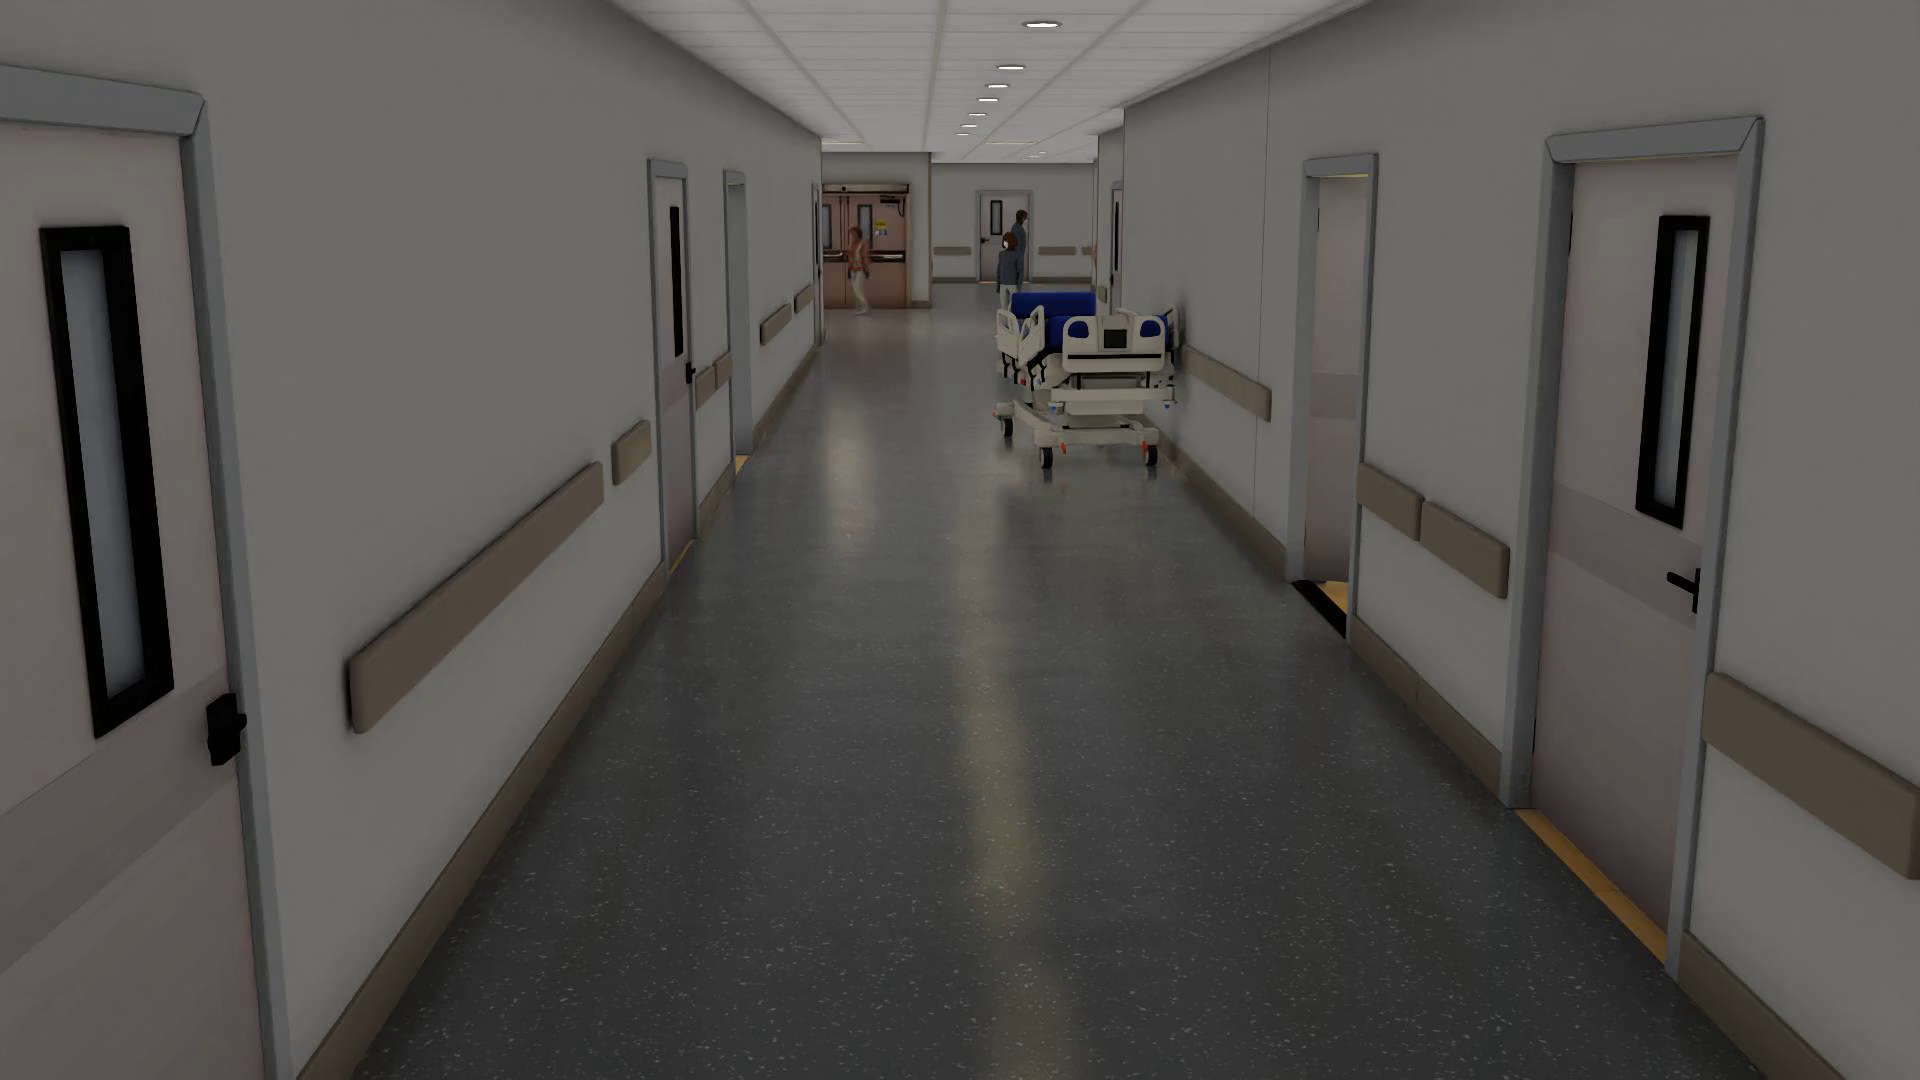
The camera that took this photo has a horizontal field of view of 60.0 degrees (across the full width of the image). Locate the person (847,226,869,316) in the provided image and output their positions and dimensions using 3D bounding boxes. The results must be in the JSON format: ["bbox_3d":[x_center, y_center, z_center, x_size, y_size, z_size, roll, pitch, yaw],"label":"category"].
[{"bbox_3d":[-1.883,-4.907,30.403,0.375,1.624,0.548,-9,15,-38],"label":"person"}]

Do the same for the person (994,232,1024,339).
[{"bbox_3d":[0.754,-3.880,25.400,0.497,1.633,0.283,10,15,40],"label":"person"}]

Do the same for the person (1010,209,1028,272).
[{"bbox_3d":[1.160,-5.523,32.694,0.386,1.927,0.641,1,12,4],"label":"person"}]
